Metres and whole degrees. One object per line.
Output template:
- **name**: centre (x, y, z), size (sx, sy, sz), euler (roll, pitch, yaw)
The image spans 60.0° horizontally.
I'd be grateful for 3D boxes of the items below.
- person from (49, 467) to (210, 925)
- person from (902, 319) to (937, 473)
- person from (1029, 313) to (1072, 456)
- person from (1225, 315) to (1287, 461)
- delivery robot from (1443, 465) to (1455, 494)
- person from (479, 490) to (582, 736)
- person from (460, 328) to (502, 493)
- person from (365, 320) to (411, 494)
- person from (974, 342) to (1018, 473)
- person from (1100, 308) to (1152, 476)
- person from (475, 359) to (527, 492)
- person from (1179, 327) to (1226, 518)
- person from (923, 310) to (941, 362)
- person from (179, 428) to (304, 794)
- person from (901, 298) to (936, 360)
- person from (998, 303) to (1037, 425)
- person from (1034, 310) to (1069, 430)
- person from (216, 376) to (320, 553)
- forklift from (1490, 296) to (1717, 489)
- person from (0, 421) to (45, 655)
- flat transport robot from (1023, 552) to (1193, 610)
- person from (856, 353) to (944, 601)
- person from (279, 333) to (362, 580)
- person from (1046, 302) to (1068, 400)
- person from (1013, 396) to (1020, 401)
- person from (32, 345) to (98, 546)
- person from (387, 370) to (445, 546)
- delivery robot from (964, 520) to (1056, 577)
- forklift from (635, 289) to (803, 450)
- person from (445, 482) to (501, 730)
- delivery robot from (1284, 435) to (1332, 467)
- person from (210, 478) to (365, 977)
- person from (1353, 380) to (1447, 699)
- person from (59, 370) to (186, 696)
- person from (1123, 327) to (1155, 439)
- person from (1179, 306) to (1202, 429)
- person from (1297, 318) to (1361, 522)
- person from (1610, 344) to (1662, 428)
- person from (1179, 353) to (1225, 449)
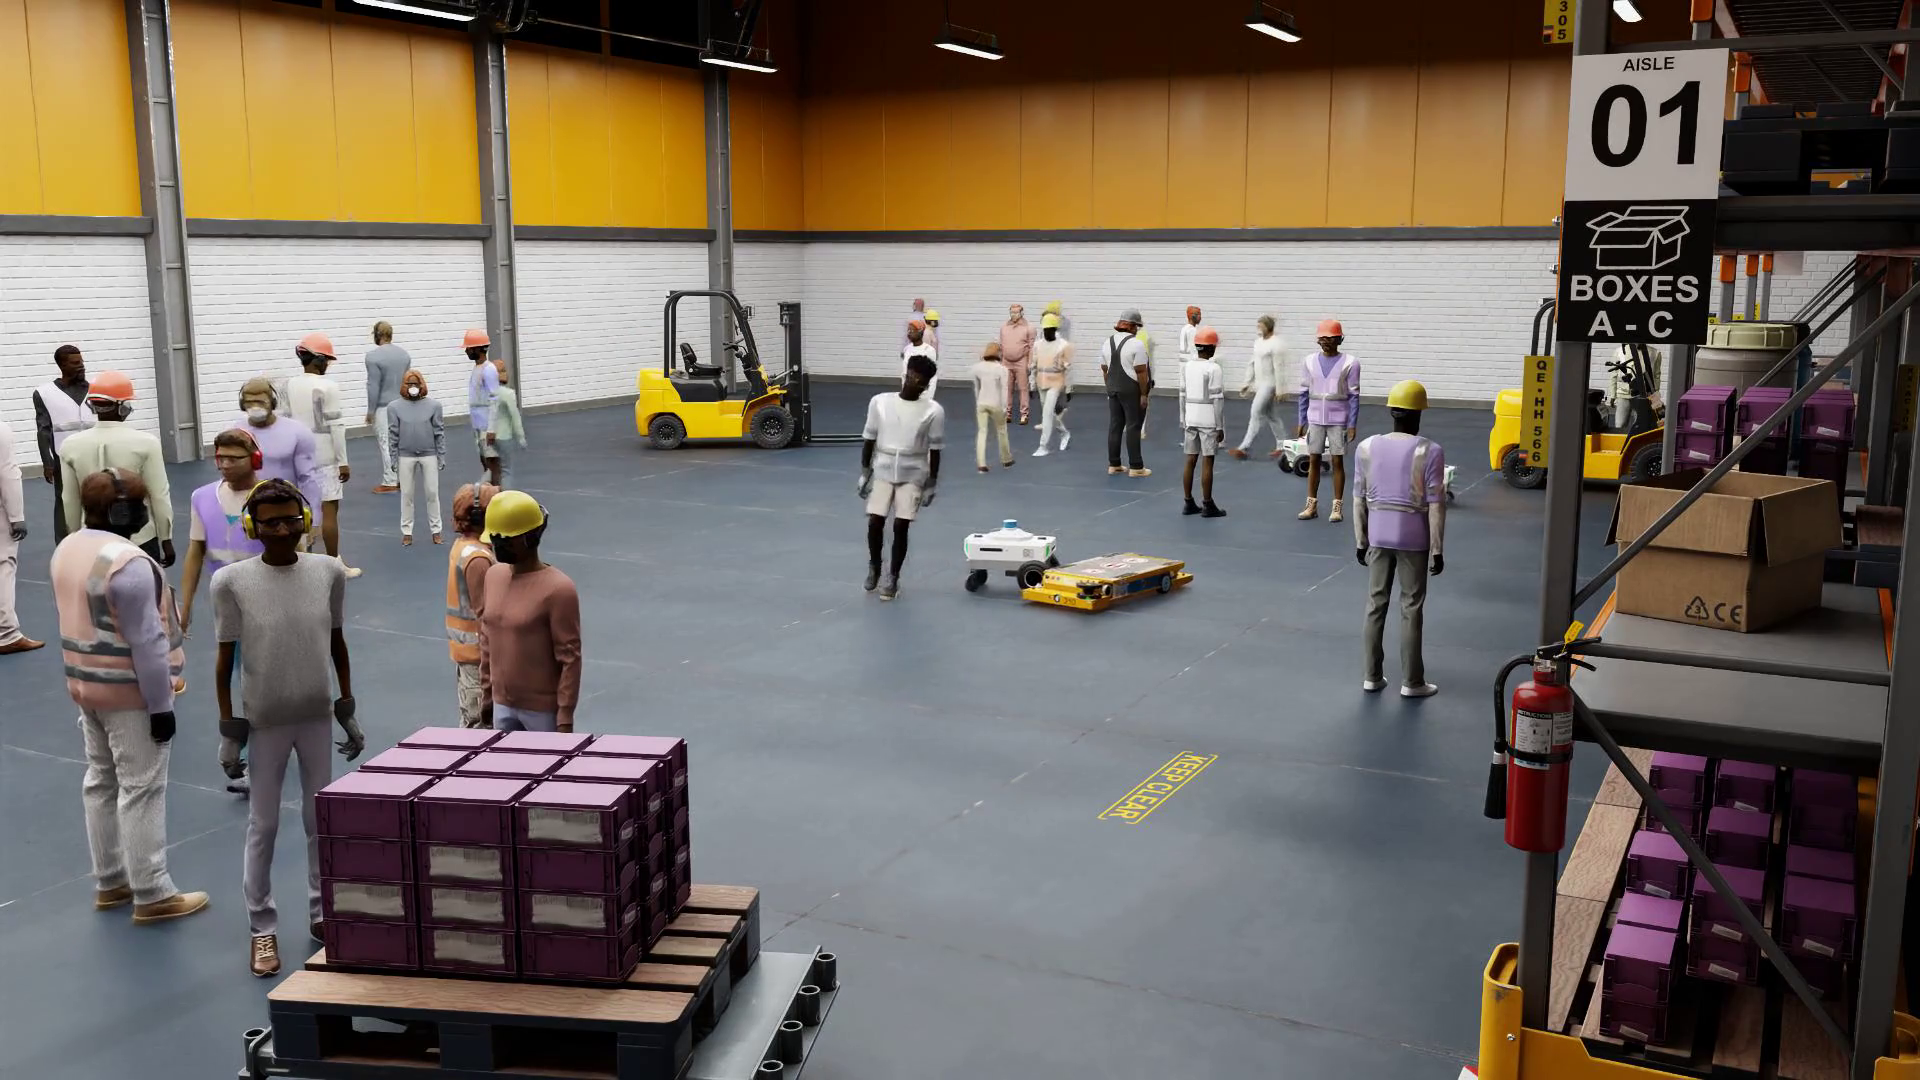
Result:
- **person**: centre (-3.350, 0.623, 6.705), size (0.631, 1.840, 0.429), euler (7, 12, 35)
- **person**: centre (-0.520, -1.737, 20.242), size (0.352, 1.883, 0.580), euler (-8, 13, -40)
- **person**: centre (1.248, -2.090, 22.275), size (0.593, 1.901, 0.921), euler (8, 13, 40)
- **person**: centre (3.922, -1.970, 21.599), size (0.985, 1.892, 0.645), euler (-2, 10, -12)
- **delivery robot**: centre (4.908, -0.689, 17.745), size (0.707, 0.478, 0.477), euler (4, 11, 21)
- **person**: centre (-1.743, 0.668, 6.686), size (0.523, 1.760, 0.327), euler (6, 12, 32)
- **person**: centre (-4.807, -1.163, 16.775), size (0.376, 1.934, 0.546), euler (-5, 11, -28)
- **person**: centre (-6.395, -1.486, 18.630), size (0.359, 1.938, 0.633), euler (4, 11, 22)
- **person**: centre (0.422, -1.643, 20.515), size (0.513, 1.593, 0.815), euler (5, 11, 27)
- **person**: centre (2.057, -1.797, 20.132), size (0.536, 2.000, 0.676), euler (-8, 13, -40)
- **person**: centre (-4.661, -1.013, 16.803), size (0.524, 1.622, 0.430), euler (5, 11, 25)
- **person**: centre (2.486, -1.201, 16.975), size (0.361, 1.940, 0.543), euler (-8, 13, -39)
- **person**: centre (-0.466, -2.859, 27.077), size (0.328, 1.767, 0.532), euler (1, 10, 8)
- **person**: centre (-3.628, 0.348, 8.390), size (0.579, 1.829, 0.661), euler (2, 10, 9)
- **person**: centre (-0.732, -3.496, 30.492), size (0.653, 1.871, 0.948), euler (-4, 11, -23)
- **person**: centre (0.870, -2.764, 26.120), size (0.643, 1.908, 0.411), euler (5, 11, 25)
- **person**: centre (1.385, -2.597, 25.388), size (0.539, 1.826, 0.530), euler (-4, 11, -23)
- **person**: centre (-4.556, -0.145, 11.030), size (0.631, 1.900, 0.970), euler (-2, 10, -13)
- **forklift**: centre (7.296, -1.677, 18.993), size (2.313, 2.155, 1.214), euler (5, 11, 27)
- **person**: centre (-6.537, -0.182, 11.173), size (0.652, 1.906, 0.402), euler (3, 10, 16)
- **flat transport robot**: centre (1.184, 0.305, 13.084), size (0.652, 0.197, 1.431), euler (8, 13, 39)
- **person**: centre (-0.466, -0.482, 12.886), size (0.677, 1.919, 0.394), euler (2, 10, 9)
- **person**: centre (-5.247, -0.673, 13.650), size (0.605, 2.034, 0.393), euler (5, 11, 25)
- **person**: centre (1.744, -3.434, 30.361), size (0.404, 1.790, 0.672), euler (8, 13, 38)
- **person**: centre (1.017, -3.388, 30.337), size (0.536, 1.696, 0.321), euler (5, 11, 29)
- **person**: centre (-7.461, -0.683, 14.034), size (0.392, 1.922, 0.592), euler (7, 12, 34)
- **person**: centre (-4.995, -0.757, 15.316), size (0.502, 1.627, 0.277), euler (-3, 10, -18)
- **delivery robot**: centre (0.396, 0.082, 13.281), size (0.707, 0.478, 0.477), euler (2, 10, 11)
- **forklift**: centre (-3.358, -2.392, 23.136), size (2.313, 2.155, 1.214), euler (-1, 10, -5)
- **person**: centre (-2.218, 0.548, 7.720), size (0.308, 1.639, 0.524), euler (-4, 11, -24)
- **delivery robot**: centre (4.301, -1.106, 20.162), size (0.707, 0.478, 0.477), euler (-2, 10, -13)
- **person**: centre (-2.520, 0.685, 6.263), size (0.530, 1.869, 0.311), euler (-8, 13, -39)
- **person**: centre (2.667, -0.005, 10.086), size (0.585, 1.928, 0.369), euler (8, 13, 39)
- **person**: centre (-5.002, -0.014, 9.941), size (0.608, 1.996, 0.381), euler (-1, 10, -3)
- **person**: centre (2.509, -2.372, 24.231), size (0.634, 1.784, 0.987), euler (-4, 11, -23)
- **person**: centre (3.527, -2.631, 25.415), size (0.339, 1.882, 0.583), euler (-1, 10, -5)
- **person**: centre (3.675, -1.197, 16.655), size (0.615, 2.043, 0.373), euler (5, 11, 29)
- **person**: centre (8.481, -1.829, 20.919), size (0.593, 1.833, 0.404), euler (4, 11, 22)
- **person**: centre (3.304, -1.998, 22.579), size (0.842, 1.589, 0.506), euler (-4, 11, -24)
